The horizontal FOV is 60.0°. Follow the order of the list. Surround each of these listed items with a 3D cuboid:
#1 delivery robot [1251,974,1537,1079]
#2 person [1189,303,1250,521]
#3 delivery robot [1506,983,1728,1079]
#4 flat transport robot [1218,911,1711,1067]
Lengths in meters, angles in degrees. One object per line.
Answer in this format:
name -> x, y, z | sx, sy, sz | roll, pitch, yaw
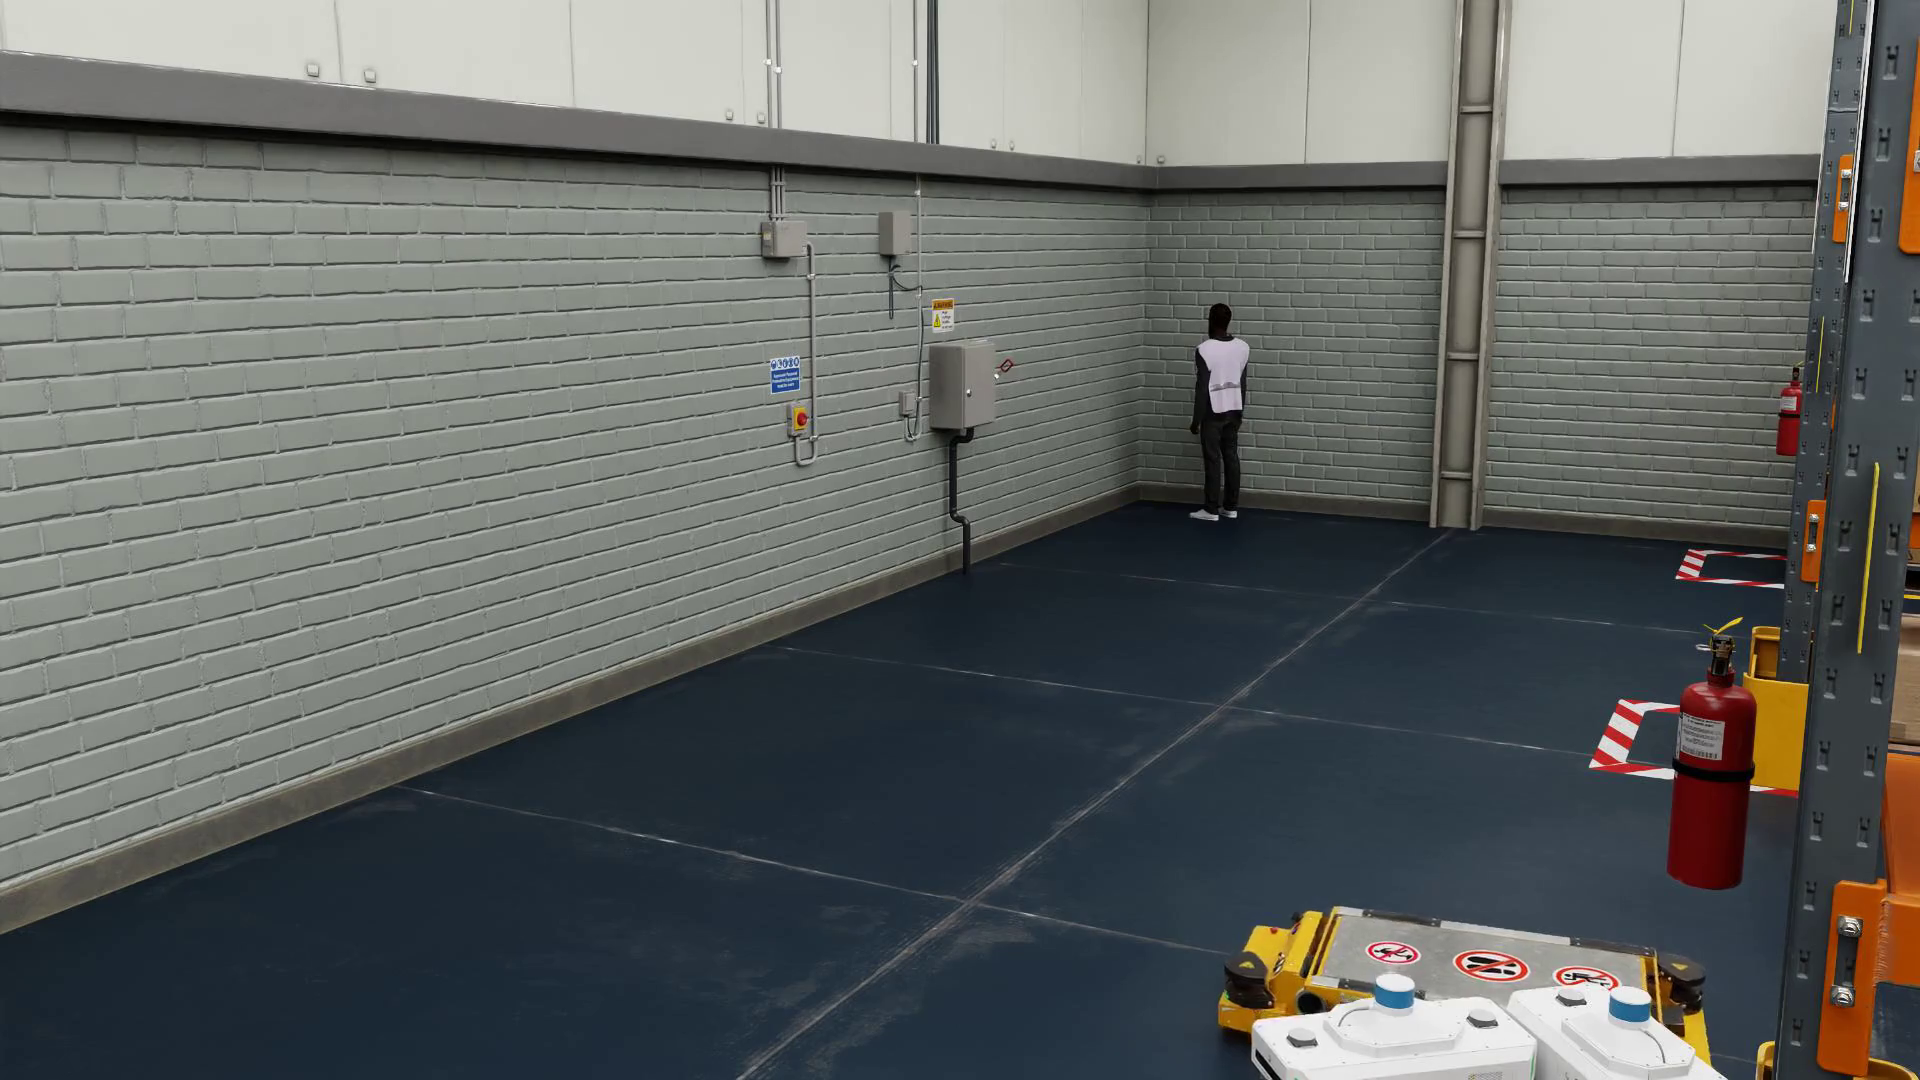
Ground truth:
delivery robot -> 1.144, 1.398, 4.419 | 0.707, 0.478, 0.477 | -2, 11, -12
person -> 2.297, -1.127, 14.724 | 0.593, 1.920, 0.391 | -7, 13, -35
delivery robot -> 1.736, 1.412, 4.344 | 0.477, 0.478, 0.707 | -2, 11, -12
flat transport robot -> 1.593, 1.430, 5.274 | 1.431, 0.197, 0.652 | 4, 11, 20
